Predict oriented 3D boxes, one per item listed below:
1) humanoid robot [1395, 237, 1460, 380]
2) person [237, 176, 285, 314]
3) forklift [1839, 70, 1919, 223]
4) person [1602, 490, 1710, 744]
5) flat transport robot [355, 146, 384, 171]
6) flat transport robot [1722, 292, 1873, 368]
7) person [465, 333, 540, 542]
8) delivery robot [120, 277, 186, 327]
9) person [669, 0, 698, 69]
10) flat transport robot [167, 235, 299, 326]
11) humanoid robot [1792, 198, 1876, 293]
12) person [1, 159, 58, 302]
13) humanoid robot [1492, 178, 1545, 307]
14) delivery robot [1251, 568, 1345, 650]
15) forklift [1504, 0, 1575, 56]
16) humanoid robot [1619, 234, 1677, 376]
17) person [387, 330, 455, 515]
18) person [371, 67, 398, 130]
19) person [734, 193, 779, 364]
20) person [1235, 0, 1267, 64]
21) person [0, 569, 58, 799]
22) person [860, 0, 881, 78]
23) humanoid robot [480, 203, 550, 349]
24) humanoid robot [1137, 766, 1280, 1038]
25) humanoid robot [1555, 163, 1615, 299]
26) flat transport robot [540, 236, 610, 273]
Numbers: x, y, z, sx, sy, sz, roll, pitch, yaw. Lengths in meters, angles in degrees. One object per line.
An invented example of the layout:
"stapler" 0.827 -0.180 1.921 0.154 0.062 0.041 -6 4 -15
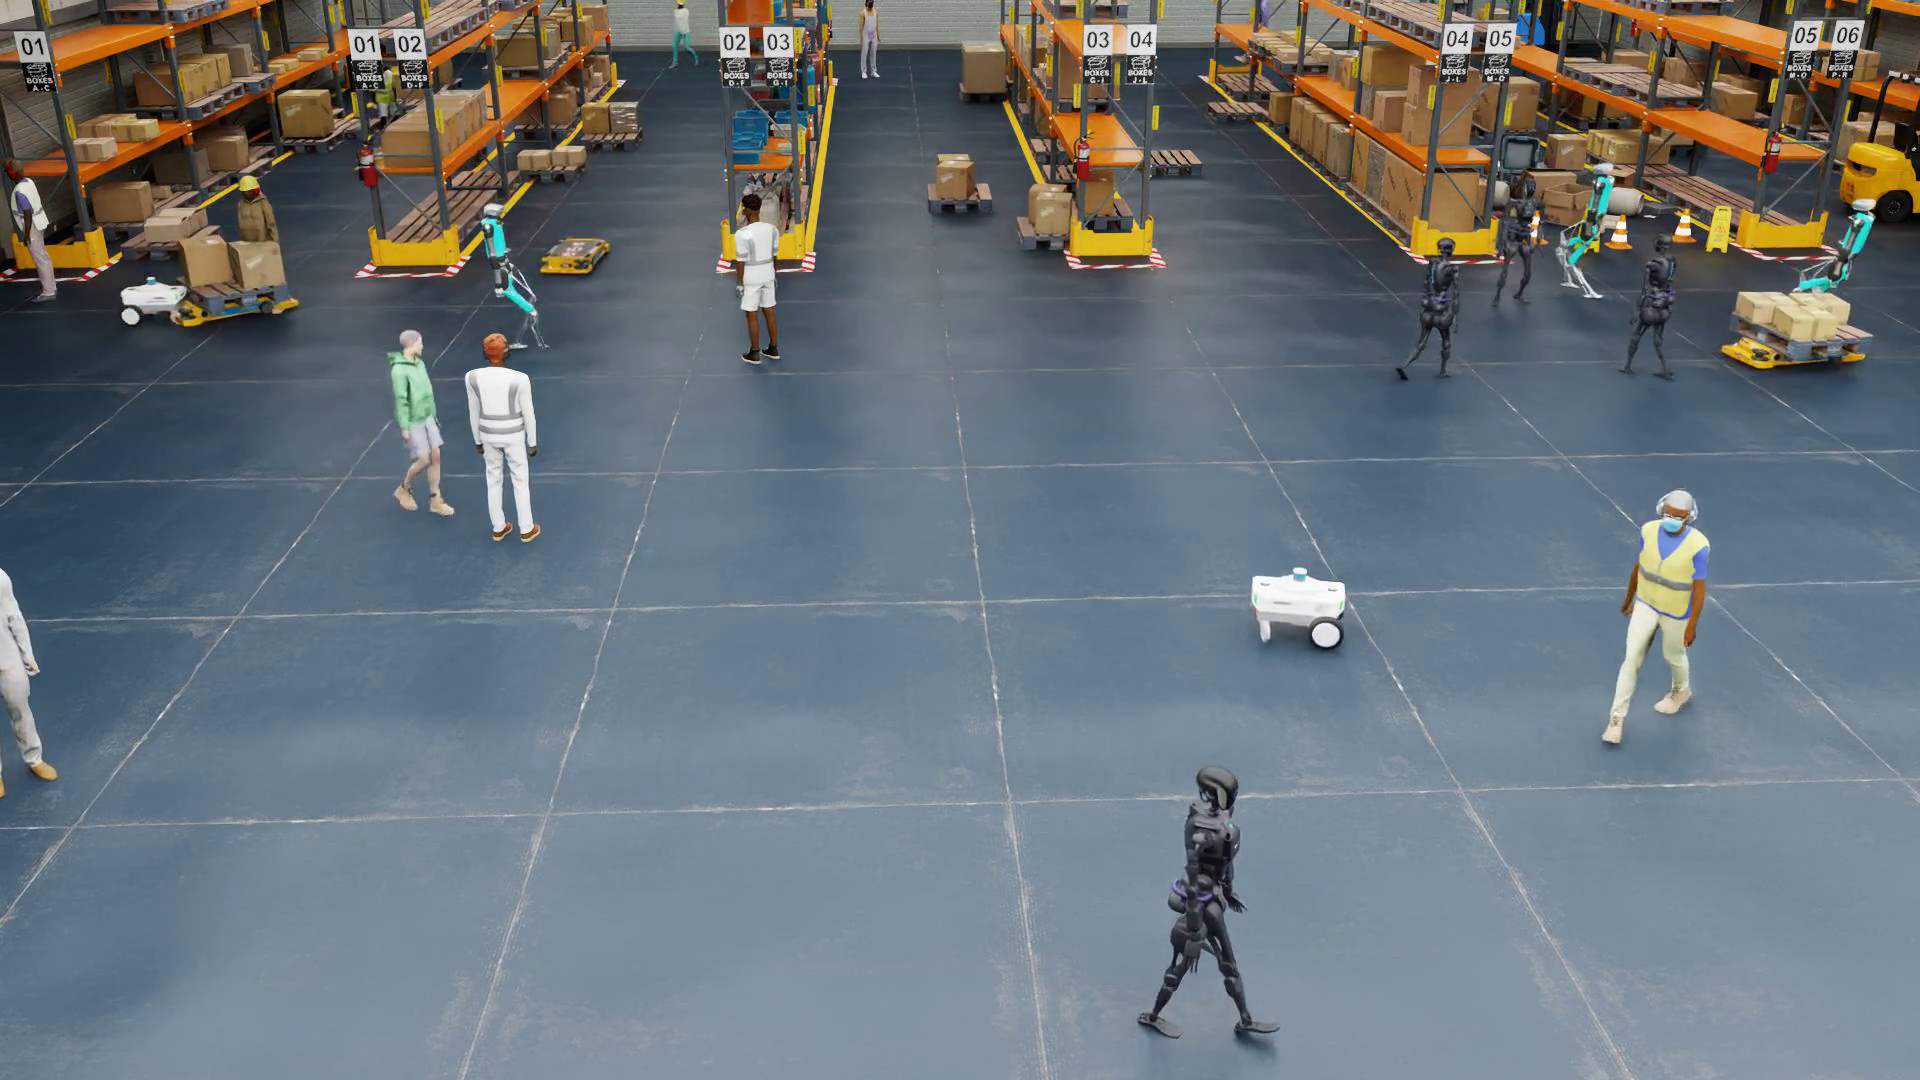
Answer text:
"humanoid robot" 5.283 -2.560 18.560 0.743 1.647 0.586 -12 27 -25
"person" -8.861 -3.748 21.066 0.542 1.757 0.414 4 24 9
"forklift" 15.132 -6.143 25.915 2.313 2.155 1.214 -1 24 -2
"person" 4.859 0.470 11.502 0.583 1.840 1.008 21 32 39
"flat transport robot" -10.326 -6.837 29.834 0.659 0.231 1.431 -1 24 -2
"flat transport robot" 9.776 -2.231 19.485 1.431 0.231 0.659 -5 25 -12
"person" -3.963 -0.880 14.483 0.566 1.876 0.354 1 24 1
"delivery robot" -10.106 -2.983 20.840 0.808 0.607 0.499 -2 24 -4
"person" -6.774 -12.380 40.495 0.536 1.726 0.659 17 29 33
"flat transport robot" -9.283 -3.003 21.221 1.431 0.231 0.659 -19 30 -36
"humanoid robot" 10.399 -3.274 20.010 0.843 1.760 0.541 20 31 38
"person" -12.026 -4.015 21.565 0.388 1.837 0.564 -8 25 -16
"humanoid robot" 7.185 -3.835 21.355 0.598 1.636 0.393 -3 24 -6
"delivery robot" 2.647 0.504 12.966 0.747 0.576 0.514 5 24 10
"forklift" 14.700 -13.805 42.301 1.873 2.768 1.129 -1 24 -2
"humanoid robot" 7.824 -2.632 18.696 0.592 1.638 0.621 -16 28 -32
"person" -4.878 -1.045 15.039 0.453 1.705 0.503 8 25 17
"person" -10.809 -8.205 31.172 0.338 1.687 0.617 13 27 26
"person" -2.337 -3.010 19.170 0.369 1.958 0.596 20 31 38
"person" 7.309 -12.708 41.204 0.935 1.750 0.600 -2 24 -5
"person" -6.281 0.787 10.719 0.565 1.889 0.384 -20 31 -37
"person" -2.102 -11.805 39.039 0.519 1.864 0.380 -12 27 -25
"humanoid robot" -5.155 -3.014 19.561 0.774 1.895 0.543 -1 24 -3
"humanoid robot" 1.305 1.894 8.516 0.732 1.629 0.600 12 27 26
"humanoid robot" 8.127 -4.049 21.771 0.861 1.791 0.544 16 28 31
"flat transport robot" -5.434 -4.026 23.519 0.659 0.231 1.431 1 24 1
